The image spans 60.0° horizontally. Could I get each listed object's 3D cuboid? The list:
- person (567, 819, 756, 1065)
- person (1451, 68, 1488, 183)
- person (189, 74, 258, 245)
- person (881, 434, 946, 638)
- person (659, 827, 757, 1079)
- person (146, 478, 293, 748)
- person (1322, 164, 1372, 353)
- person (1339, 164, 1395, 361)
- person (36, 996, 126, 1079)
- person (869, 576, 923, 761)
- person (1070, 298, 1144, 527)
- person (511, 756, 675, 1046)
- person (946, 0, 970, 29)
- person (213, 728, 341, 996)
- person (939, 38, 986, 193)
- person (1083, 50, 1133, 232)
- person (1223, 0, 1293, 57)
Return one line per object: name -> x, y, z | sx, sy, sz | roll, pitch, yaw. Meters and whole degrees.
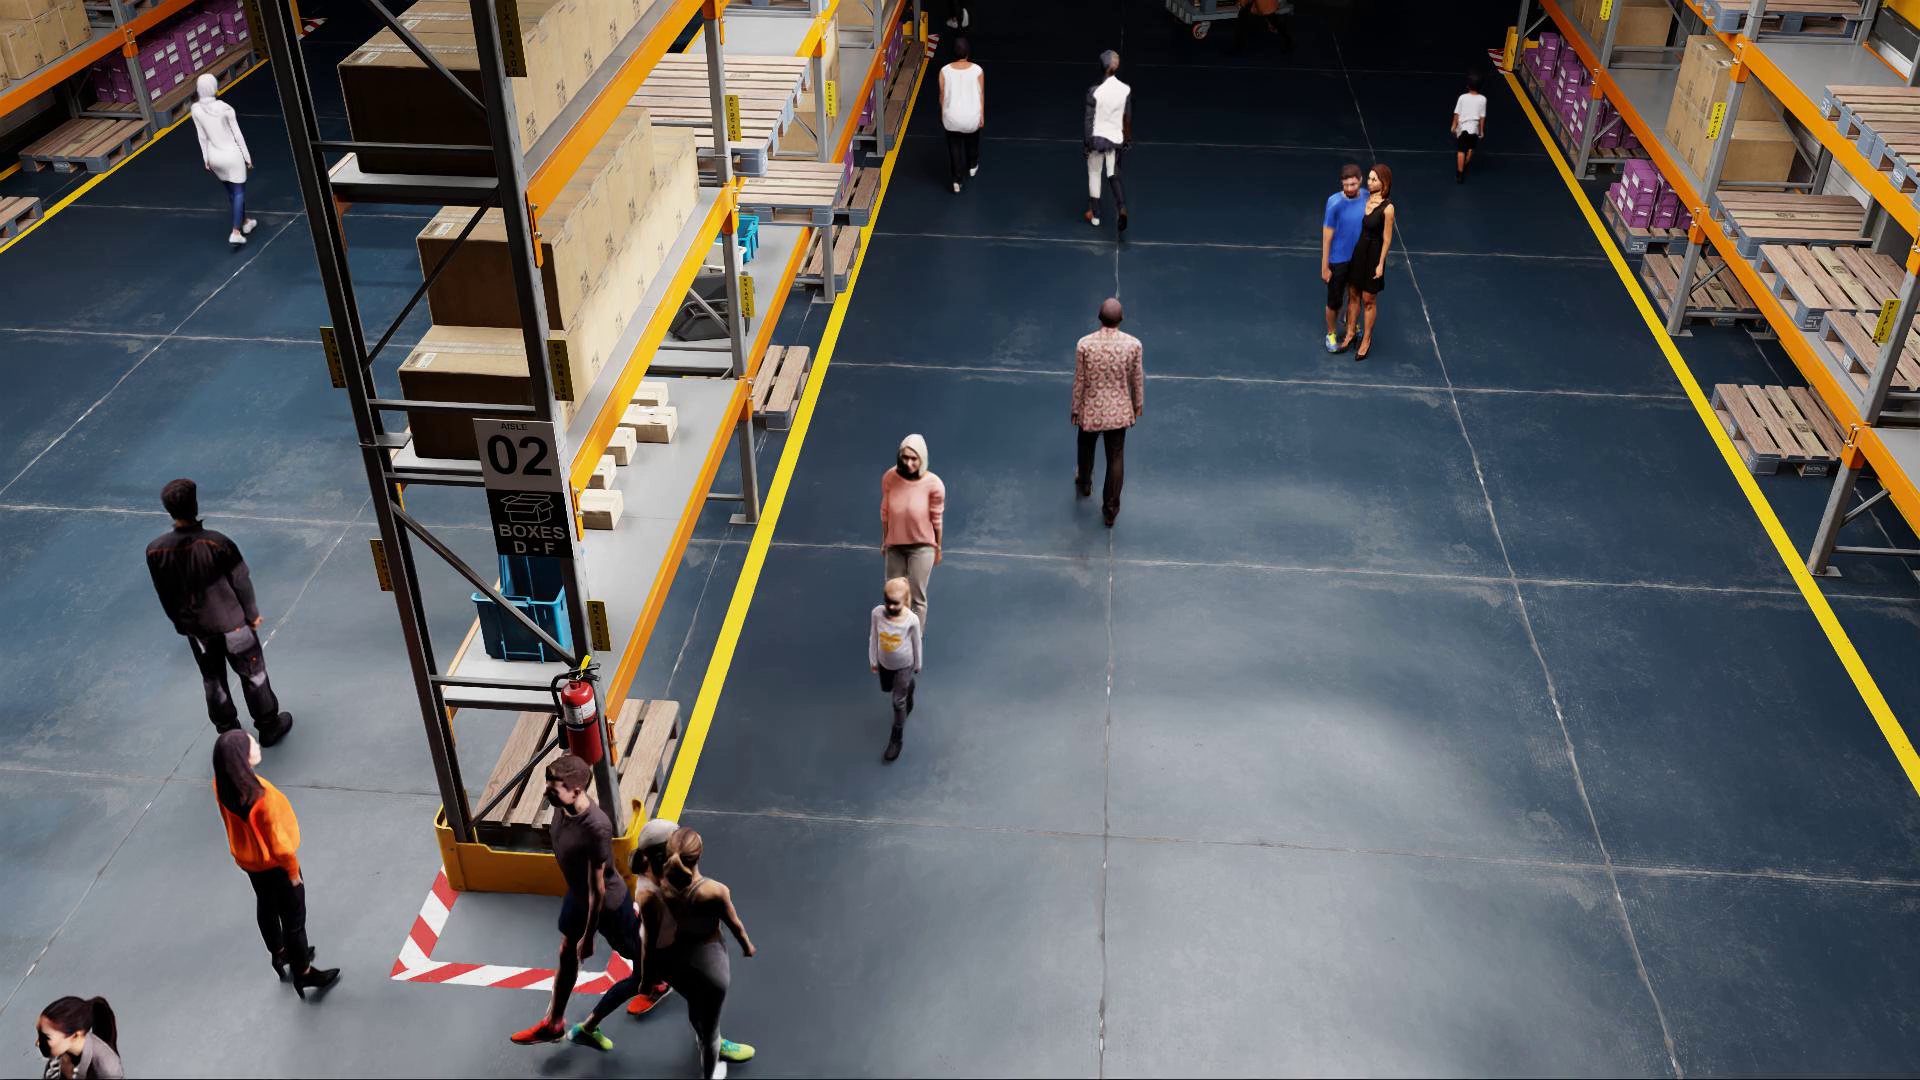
person -> -1.581, 2.046, 8.276 | 0.778, 1.665, 1.151 | -2, 34, -3
person -> 5.726, -4.633, 18.707 | 0.554, 1.240, 0.746 | 6, 34, 9
person -> -7.571, -3.884, 17.114 | 0.638, 1.757, 0.946 | 2, 34, 4
person -> -0.311, -0.012, 11.329 | 0.703, 1.712, 0.888 | 9, 35, 14
person -> -1.299, 2.127, 8.133 | 0.653, 1.689, 0.816 | 8, 34, 11
person -> -4.648, 0.484, 10.375 | 0.742, 1.943, 0.656 | -3, 34, -5
person -> 3.497, -2.553, 15.042 | 0.930, 1.834, 0.911 | -17, 37, -24
person -> 3.656, -2.488, 14.944 | 0.718, 1.835, 0.652 | -23, 40, -31
person -> -3.753, 2.626, 7.391 | 0.721, 1.678, 0.747 | 21, 39, 28
person -> -0.392, 0.736, 10.614 | 0.633, 1.258, 0.911 | 12, 35, 17
person -> 1.106, -0.928, 12.648 | 0.770, 1.778, 0.993 | 0, 34, 0
person -> -1.772, 1.806, 8.506 | 1.201, 1.810, 1.156 | -24, 41, -32
person -> -0.100, -7.983, 23.358 | 0.913, 1.671, 0.996 | -12, 36, -18
person -> -3.645, 1.686, 8.742 | 0.704, 1.748, 0.722 | 22, 40, 30
person -> 0.008, -4.671, 18.385 | 0.654, 1.661, 0.954 | 3, 34, 4
person -> 1.548, -4.107, 17.347 | 0.924, 1.871, 1.149 | -9, 35, -13
person -> 4.130, -7.333, 22.383 | 0.968, 1.669, 1.227 | -9, 35, -13
